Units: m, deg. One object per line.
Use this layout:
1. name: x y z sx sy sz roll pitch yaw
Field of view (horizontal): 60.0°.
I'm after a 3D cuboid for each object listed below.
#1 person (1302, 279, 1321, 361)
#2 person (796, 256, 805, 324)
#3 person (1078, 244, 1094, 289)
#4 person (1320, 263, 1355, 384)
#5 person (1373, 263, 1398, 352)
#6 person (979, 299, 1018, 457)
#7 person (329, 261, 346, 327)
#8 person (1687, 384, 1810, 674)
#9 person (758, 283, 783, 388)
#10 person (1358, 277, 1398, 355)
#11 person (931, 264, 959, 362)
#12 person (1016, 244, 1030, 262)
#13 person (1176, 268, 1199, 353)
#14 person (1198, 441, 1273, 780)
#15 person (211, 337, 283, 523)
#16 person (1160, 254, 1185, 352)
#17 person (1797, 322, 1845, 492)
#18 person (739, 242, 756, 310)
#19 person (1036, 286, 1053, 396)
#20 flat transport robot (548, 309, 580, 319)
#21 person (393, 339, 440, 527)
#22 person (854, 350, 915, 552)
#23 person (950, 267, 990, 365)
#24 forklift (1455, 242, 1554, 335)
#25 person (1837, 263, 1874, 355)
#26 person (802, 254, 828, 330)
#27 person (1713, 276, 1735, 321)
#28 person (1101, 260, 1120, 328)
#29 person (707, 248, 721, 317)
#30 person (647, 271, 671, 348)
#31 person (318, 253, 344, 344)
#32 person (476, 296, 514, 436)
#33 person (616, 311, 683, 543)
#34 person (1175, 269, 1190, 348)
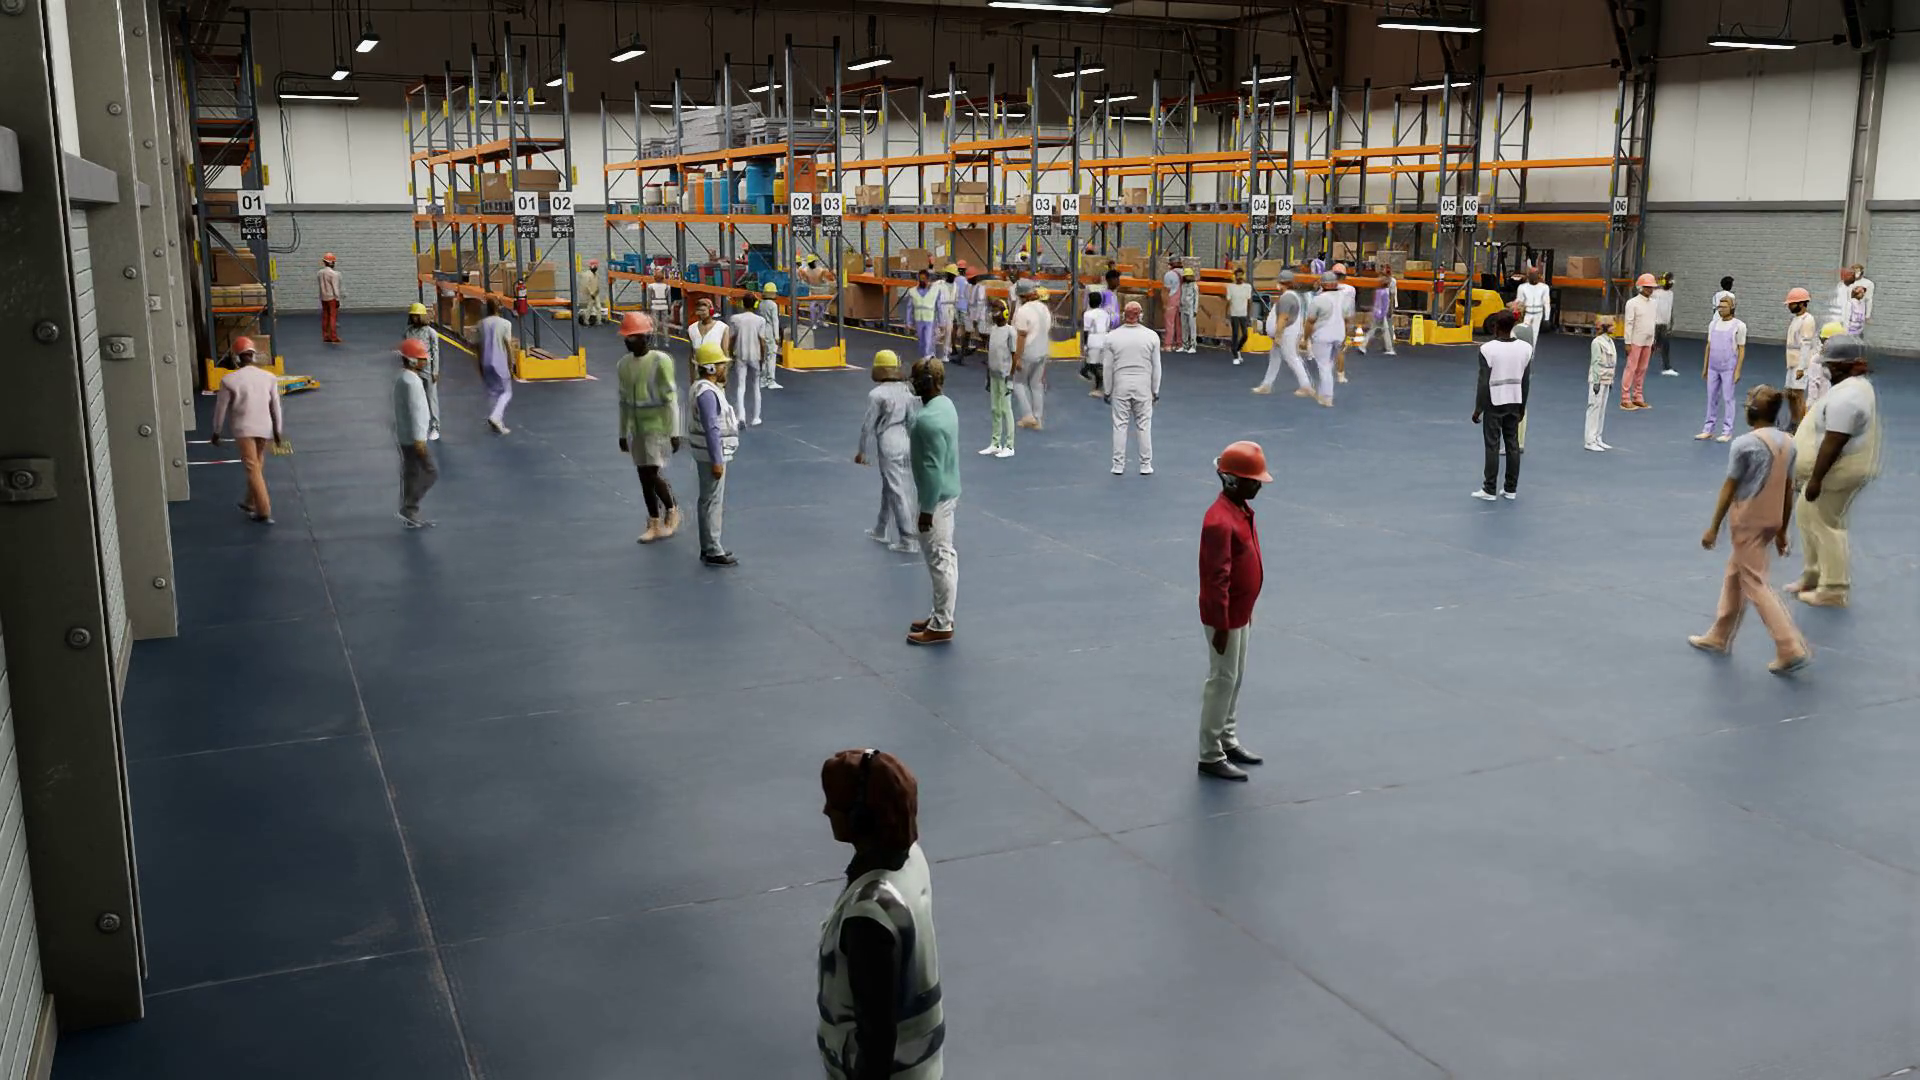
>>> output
1. person: 6.993 -4.332 32.695 0.520 1.597 0.858 3 12 15
2. person: -4.203 -6.481 43.158 0.296 1.772 0.533 -2 11 -10
3. person: 3.517 -7.030 45.298 0.636 2.022 0.441 -6 12 -26
4. person: 6.382 -3.665 28.211 0.622 2.030 0.439 6 13 29
5. person: 8.874 -4.821 34.571 0.392 1.836 0.561 -3 11 -14
6. person: 0.466 -1.917 19.707 0.328 1.872 0.511 -8 14 -36
7. person: -15.792 -6.235 41.980 0.380 1.736 0.582 8 13 34
8. person: 5.076 -0.078 10.535 0.524 1.815 0.926 -6 13 -28
9. person: -3.129 -3.373 27.454 0.325 1.736 0.485 -10 15 -42
10. person: 8.510 -4.547 33.771 0.744 1.615 0.549 -1 11 -7
11. person: -0.283 -4.390 32.200 0.630 1.895 0.502 -9 14 -37
12. person: 2.126 -8.690 54.168 0.612 1.847 0.910 2 11 12
13. person: 4.710 -4.748 34.419 0.320 1.742 0.492 -9 14 -38
14. person: 1.403 0.355 8.498 0.351 1.739 0.573 4 12 20
15. person: -6.719 -1.036 15.608 0.770 1.718 0.568 7 13 32
16. person: 4.454 -4.956 34.716 0.689 2.000 0.535 -9 14 -38
17. person: 8.899 -1.351 17.122 0.534 1.773 0.328 -8 14 -34
18. person: -6.300 -7.852 49.475 0.611 2.031 0.411 3 11 13
19. person: 1.299 -3.146 26.289 0.334 1.749 0.551 3 11 13
20. flat transport robot: -10.854 -6.214 45.622 0.652 0.197 1.431 -5 12 -22
21. person: -4.967 -0.966 15.202 0.369 1.735 0.593 -6 13 -28
22. person: -0.662 -0.771 14.297 0.813 1.706 0.499 8 14 37
23. person: 0.281 -4.234 31.501 0.995 1.864 0.600 -7 13 -30
24. forklift: 13.047 -6.049 39.881 2.313 2.155 1.214 -5 12 -23
25. person: 16.911 -4.264 31.500 0.624 1.931 0.378 7 13 34
26. person: -3.608 -6.194 41.439 0.651 1.873 0.846 0 11 -2
27. person: 14.354 -4.103 31.259 0.318 1.699 0.534 -3 12 -15
28. person: 3.363 -5.274 36.901 0.544 1.818 0.971 -5 12 -25
29. person: -6.876 -7.152 46.222 0.411 1.908 0.643 -10 15 -42
30. person: -6.434 -4.932 35.649 0.509 1.629 0.314 -4 12 -18
31. person: -13.904 -5.327 36.746 0.625 1.991 0.404 8 13 34
32. person: -6.001 -2.226 21.427 0.521 1.818 0.556 2 11 12
33. person: -2.714 -0.958 14.410 0.664 2.033 0.473 7 13 33
34. person: 4.752 -4.935 35.515 0.319 1.689 0.539 -2 11 -11
